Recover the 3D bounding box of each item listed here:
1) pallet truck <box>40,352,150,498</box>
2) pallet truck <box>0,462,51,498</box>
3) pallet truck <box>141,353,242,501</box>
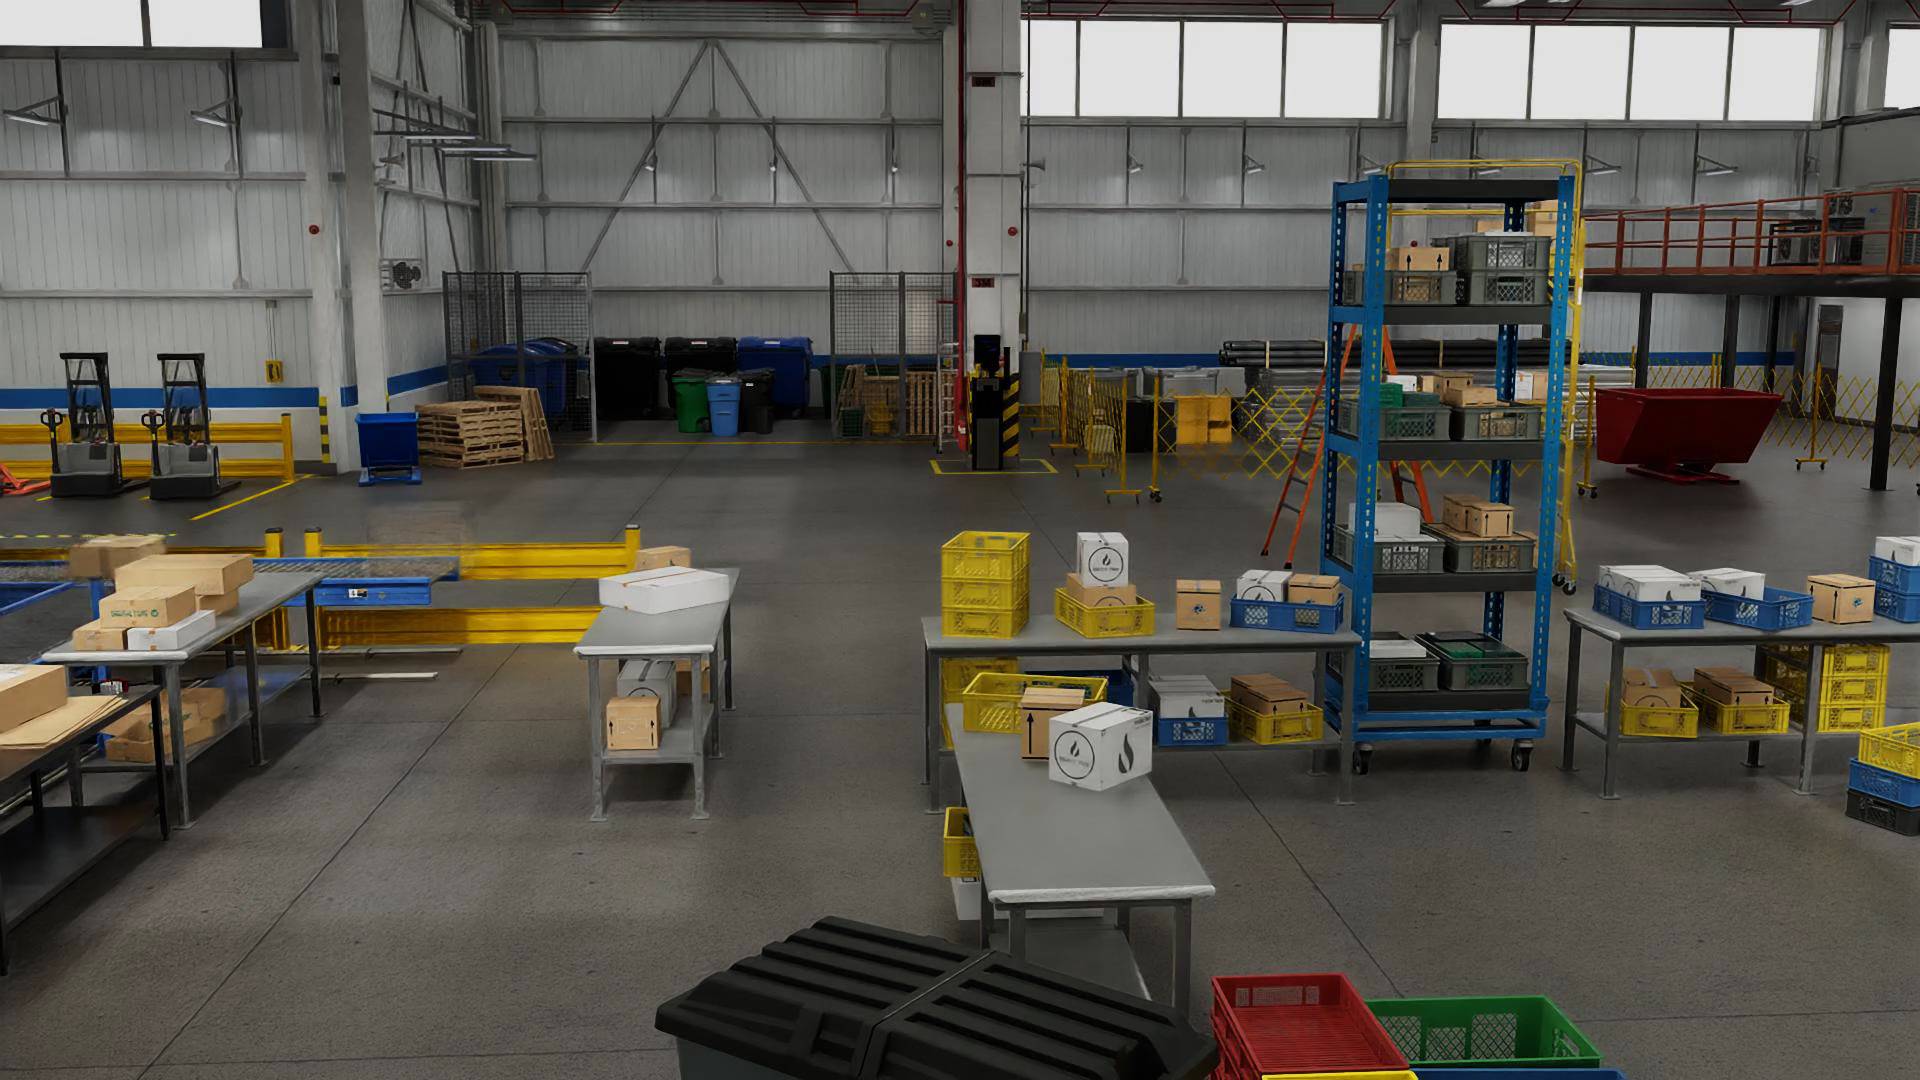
[{"bbox_3d":[-11.907,-1.642,23.165,0.823,1.965,1.885,0,9,0],"label":"pallet truck"},{"bbox_3d":[-13.193,-1.293,23.148,0.653,1.274,1.630,-1,9,-4],"label":"pallet truck"},{"bbox_3d":[-10.520,-1.604,22.925,0.823,1.965,1.885,-1,9,-6],"label":"pallet truck"}]
